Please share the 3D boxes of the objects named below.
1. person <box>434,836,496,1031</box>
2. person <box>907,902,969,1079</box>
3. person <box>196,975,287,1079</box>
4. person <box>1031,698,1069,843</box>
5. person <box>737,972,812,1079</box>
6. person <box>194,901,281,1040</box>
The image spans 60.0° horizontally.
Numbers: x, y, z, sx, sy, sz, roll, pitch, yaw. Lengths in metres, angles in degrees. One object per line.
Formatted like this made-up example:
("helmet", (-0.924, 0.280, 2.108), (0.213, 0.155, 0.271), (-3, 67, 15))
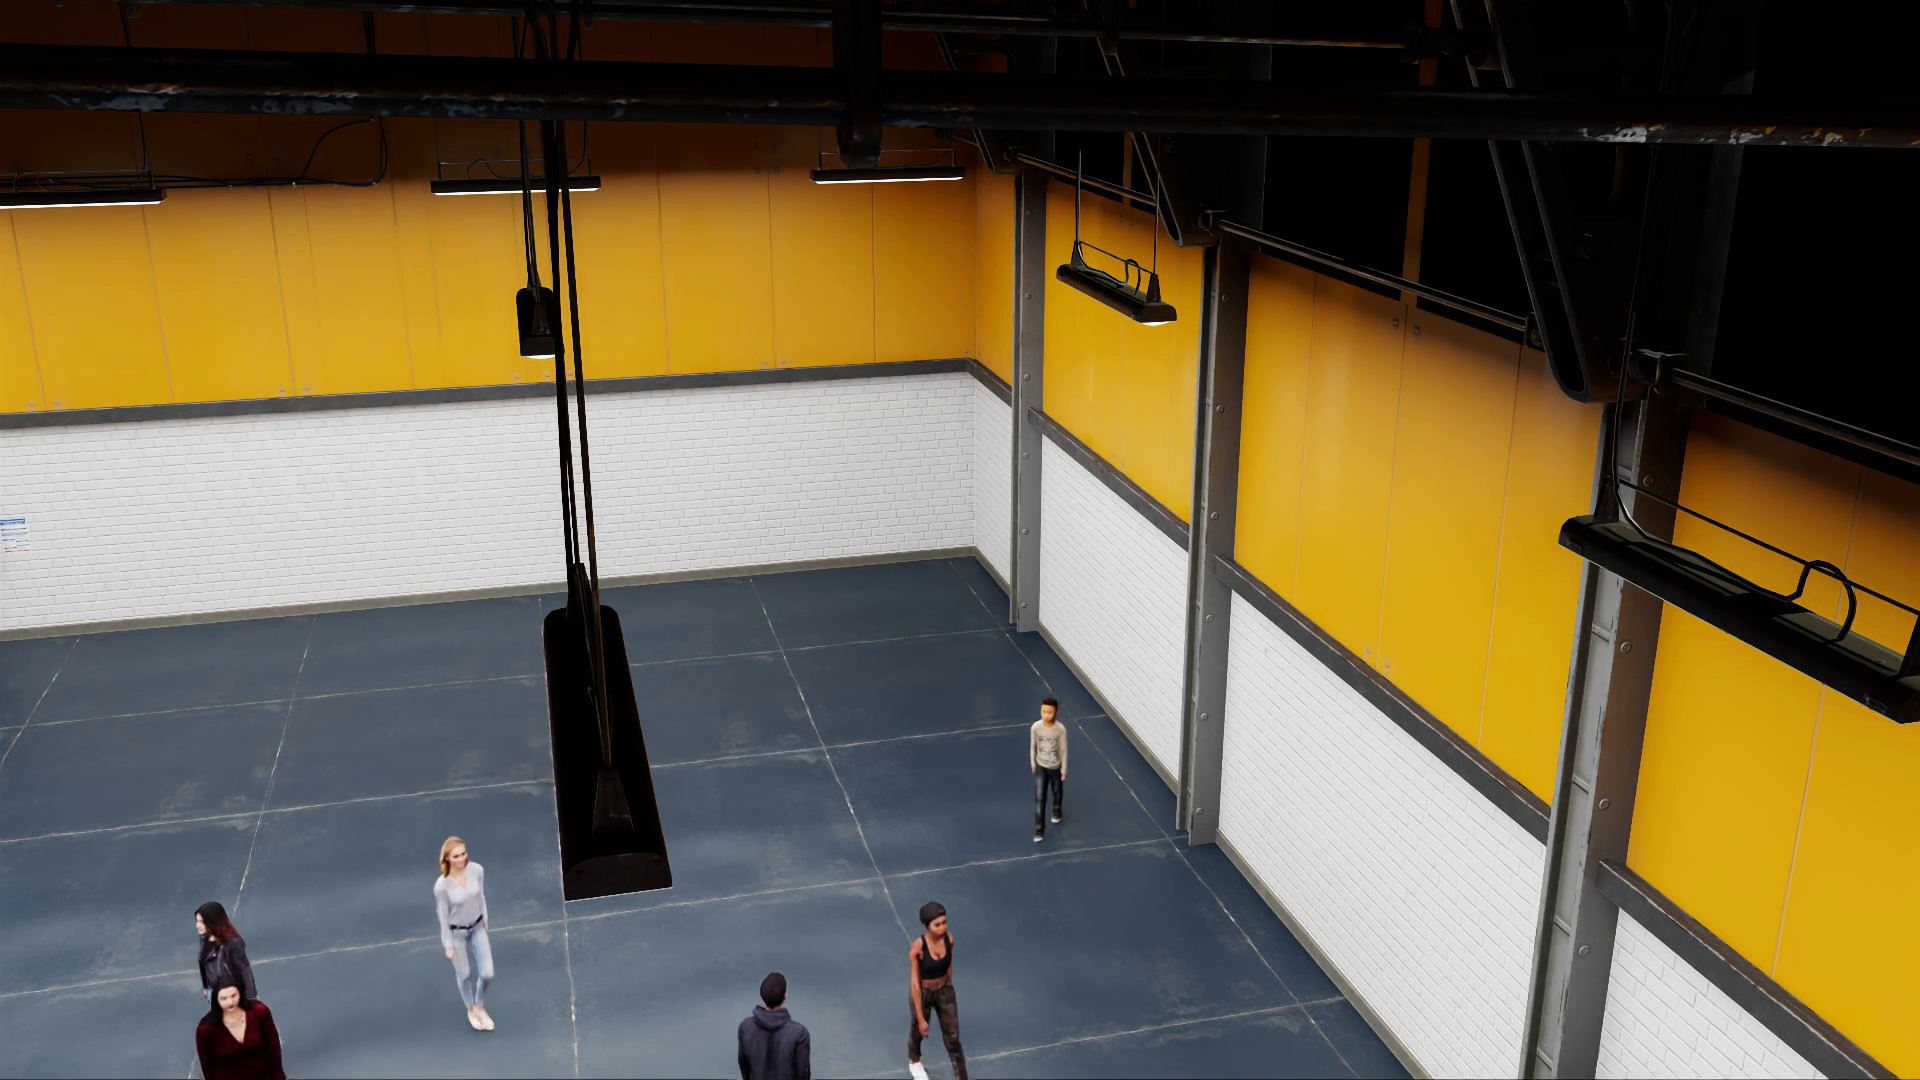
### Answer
("person", (-4.109, 3.205, 13.652), (0.717, 1.783, 0.758), (-16, 24, -38))
("person", (-0.276, 3.533, 12.875), (0.775, 1.658, 1.154), (-10, 21, -27))
("person", (-5.140, 3.836, 11.906), (0.953, 1.701, 1.179), (-15, 24, -37))
("person", (0.938, 2.281, 16.952), (0.798, 1.429, 1.062), (3, 19, 8))
("person", (-1.302, 3.919, 11.438), (1.016, 1.842, 1.253), (3, 19, 10))
("person", (-5.651, 3.510, 13.002), (0.861, 1.620, 0.921), (12, 22, 31))
